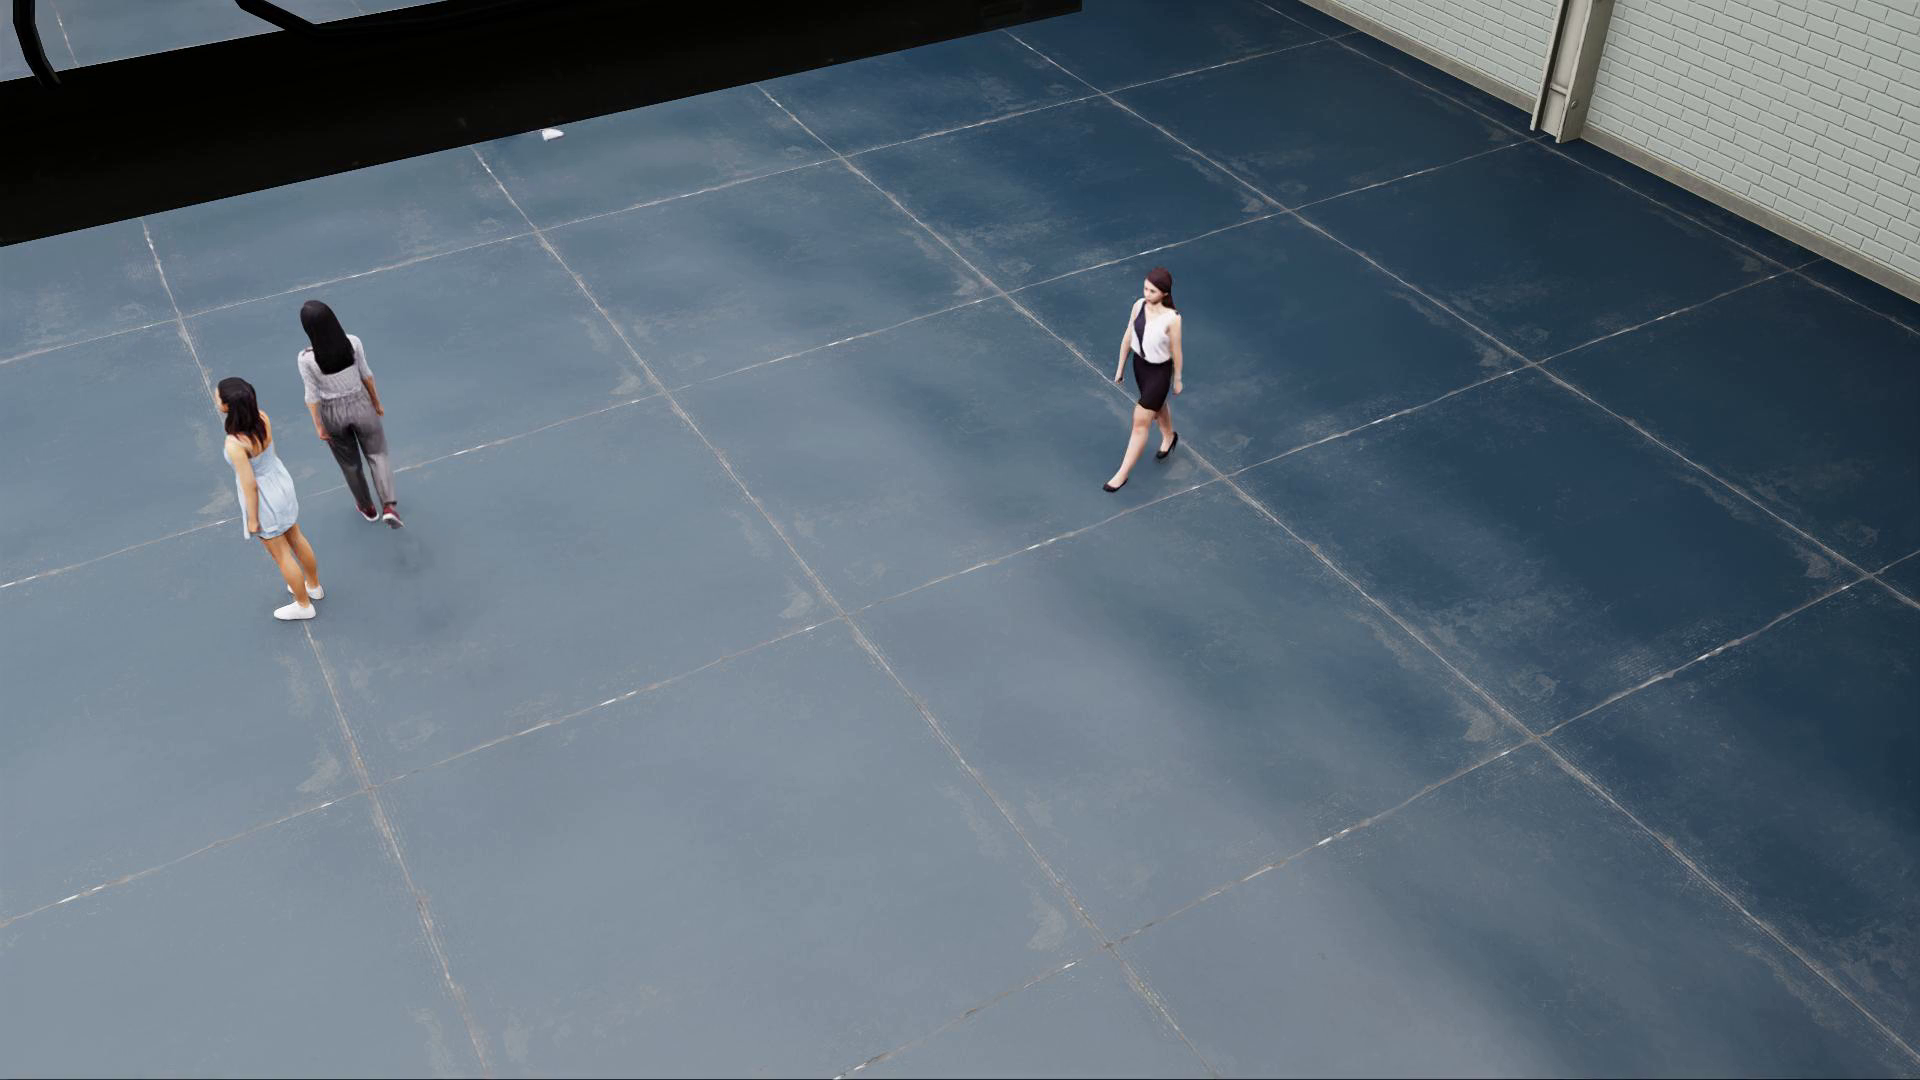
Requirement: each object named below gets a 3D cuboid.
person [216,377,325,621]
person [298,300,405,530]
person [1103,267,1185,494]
[{"bbox_3d":[-4.196,-0.252,10.102,0.733,1.729,0.646,4,38,5],"label":"person"},{"bbox_3d":[-3.925,-0.760,10.761,0.612,1.717,0.893,-21,43,-24],"label":"person"},{"bbox_3d":[1.360,-1.136,11.339,1.088,1.598,0.835,31,48,34],"label":"person"}]
